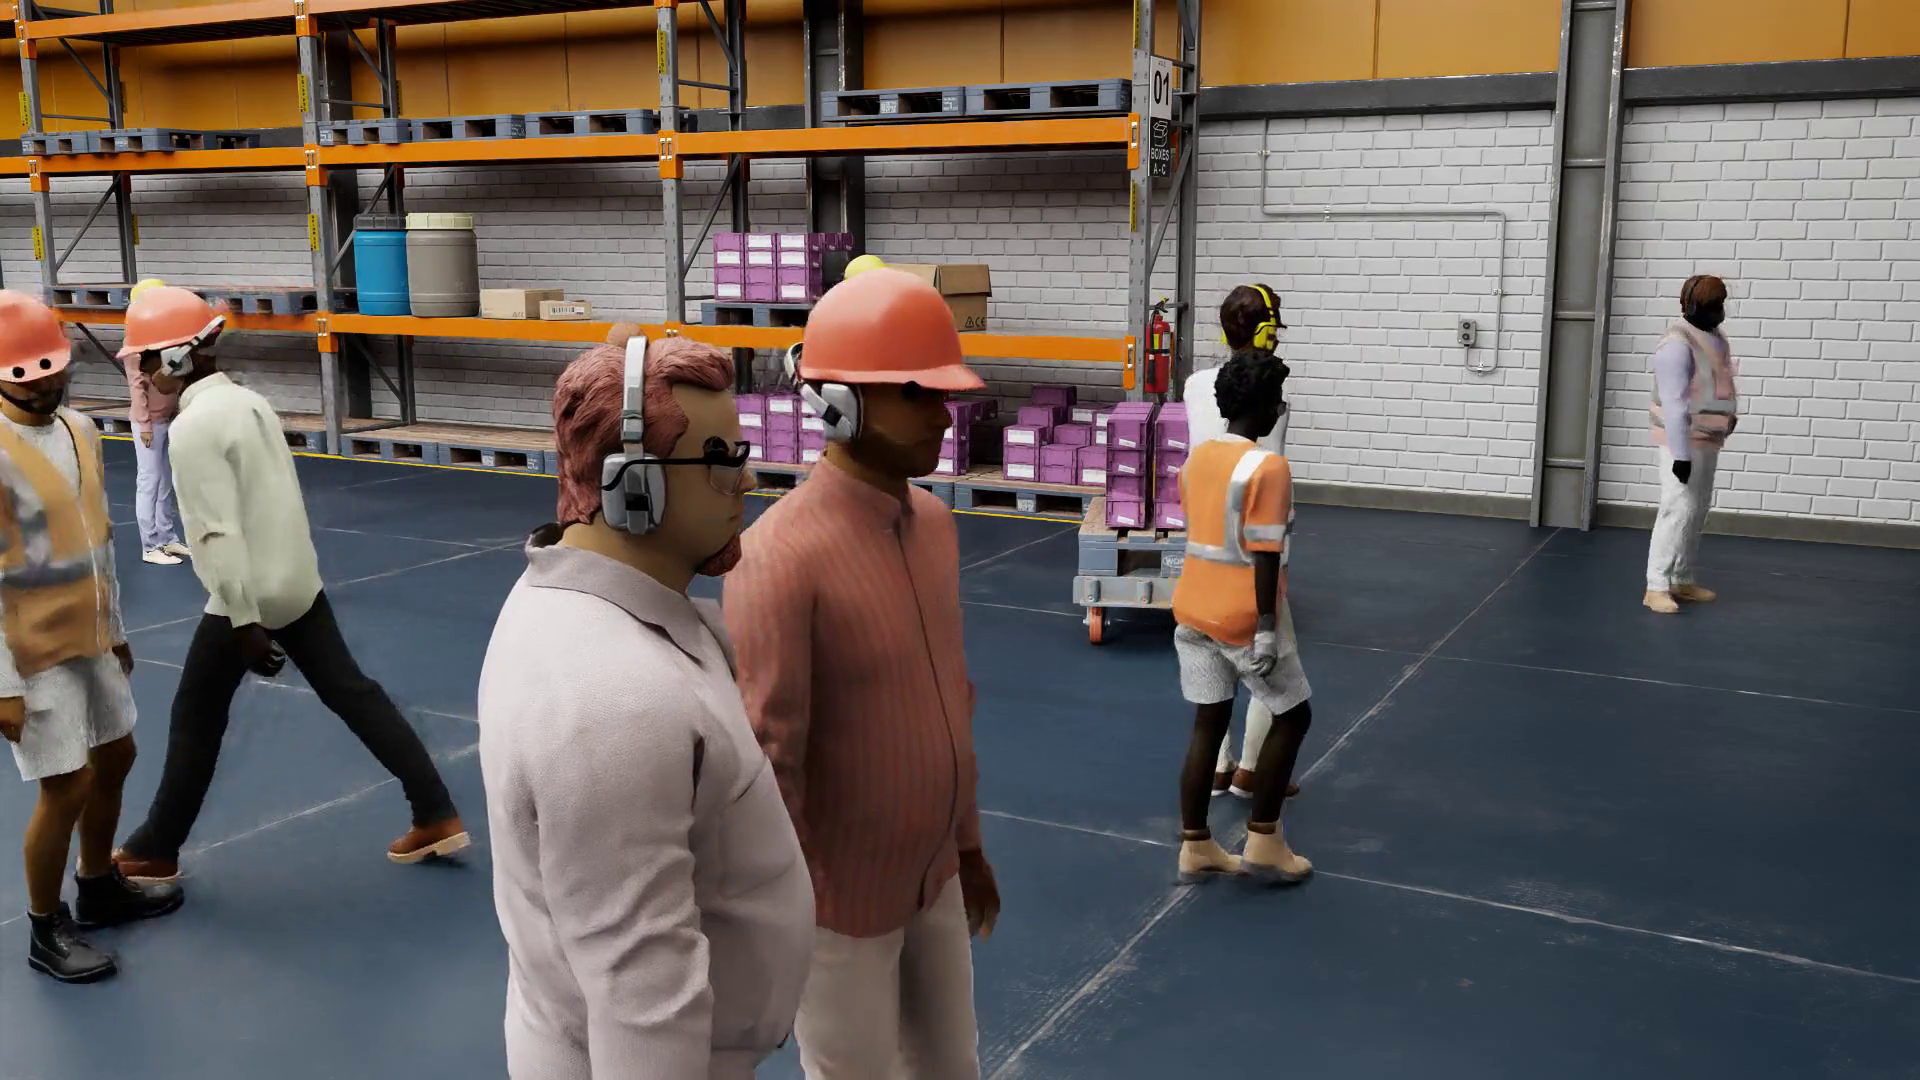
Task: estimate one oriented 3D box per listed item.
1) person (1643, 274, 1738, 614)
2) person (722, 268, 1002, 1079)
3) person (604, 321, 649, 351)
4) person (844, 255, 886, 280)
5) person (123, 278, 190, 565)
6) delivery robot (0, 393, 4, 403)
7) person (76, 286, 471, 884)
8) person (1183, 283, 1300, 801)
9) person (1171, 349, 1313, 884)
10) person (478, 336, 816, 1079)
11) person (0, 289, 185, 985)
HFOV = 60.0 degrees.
[{"bbox_3d":[3.983,-0.516,9.057,0.431,1.819,0.672,9,14,40],"label":"person"},{"bbox_3d":[-0.185,0.545,2.763,0.739,1.976,0.644,5,11,26],"label":"person"},{"bbox_3d":[-1.510,-0.199,7.766,0.512,1.640,0.311,-4,11,-23],"label":"person"},{"bbox_3d":[-0.504,-0.554,8.919,0.370,1.925,0.595,4,11,19],"label":"person"},{"bbox_3d":[-4.987,-0.736,10.360,0.307,1.770,0.525,-1,10,-3],"label":"person"},{"bbox_3d":[-10.465,-1.475,17.477,0.477,0.478,0.707,6,12,31],"label":"delivery robot"},{"bbox_3d":[-2.145,0.157,5.184,1.204,1.891,0.636,0,10,1],"label":"person"},{"bbox_3d":[1.003,0.020,5.963,0.413,1.861,0.537,-9,13,-39],"label":"person"},{"bbox_3d":[0.898,0.245,5.210,0.549,1.669,0.549,-5,11,-24],"label":"person"},{"bbox_3d":[-0.378,0.698,2.115,0.402,1.906,0.651,-3,11,-17],"label":"person"},{"bbox_3d":[-2.434,0.264,4.545,0.401,1.885,0.731,1,10,3],"label":"person"}]
